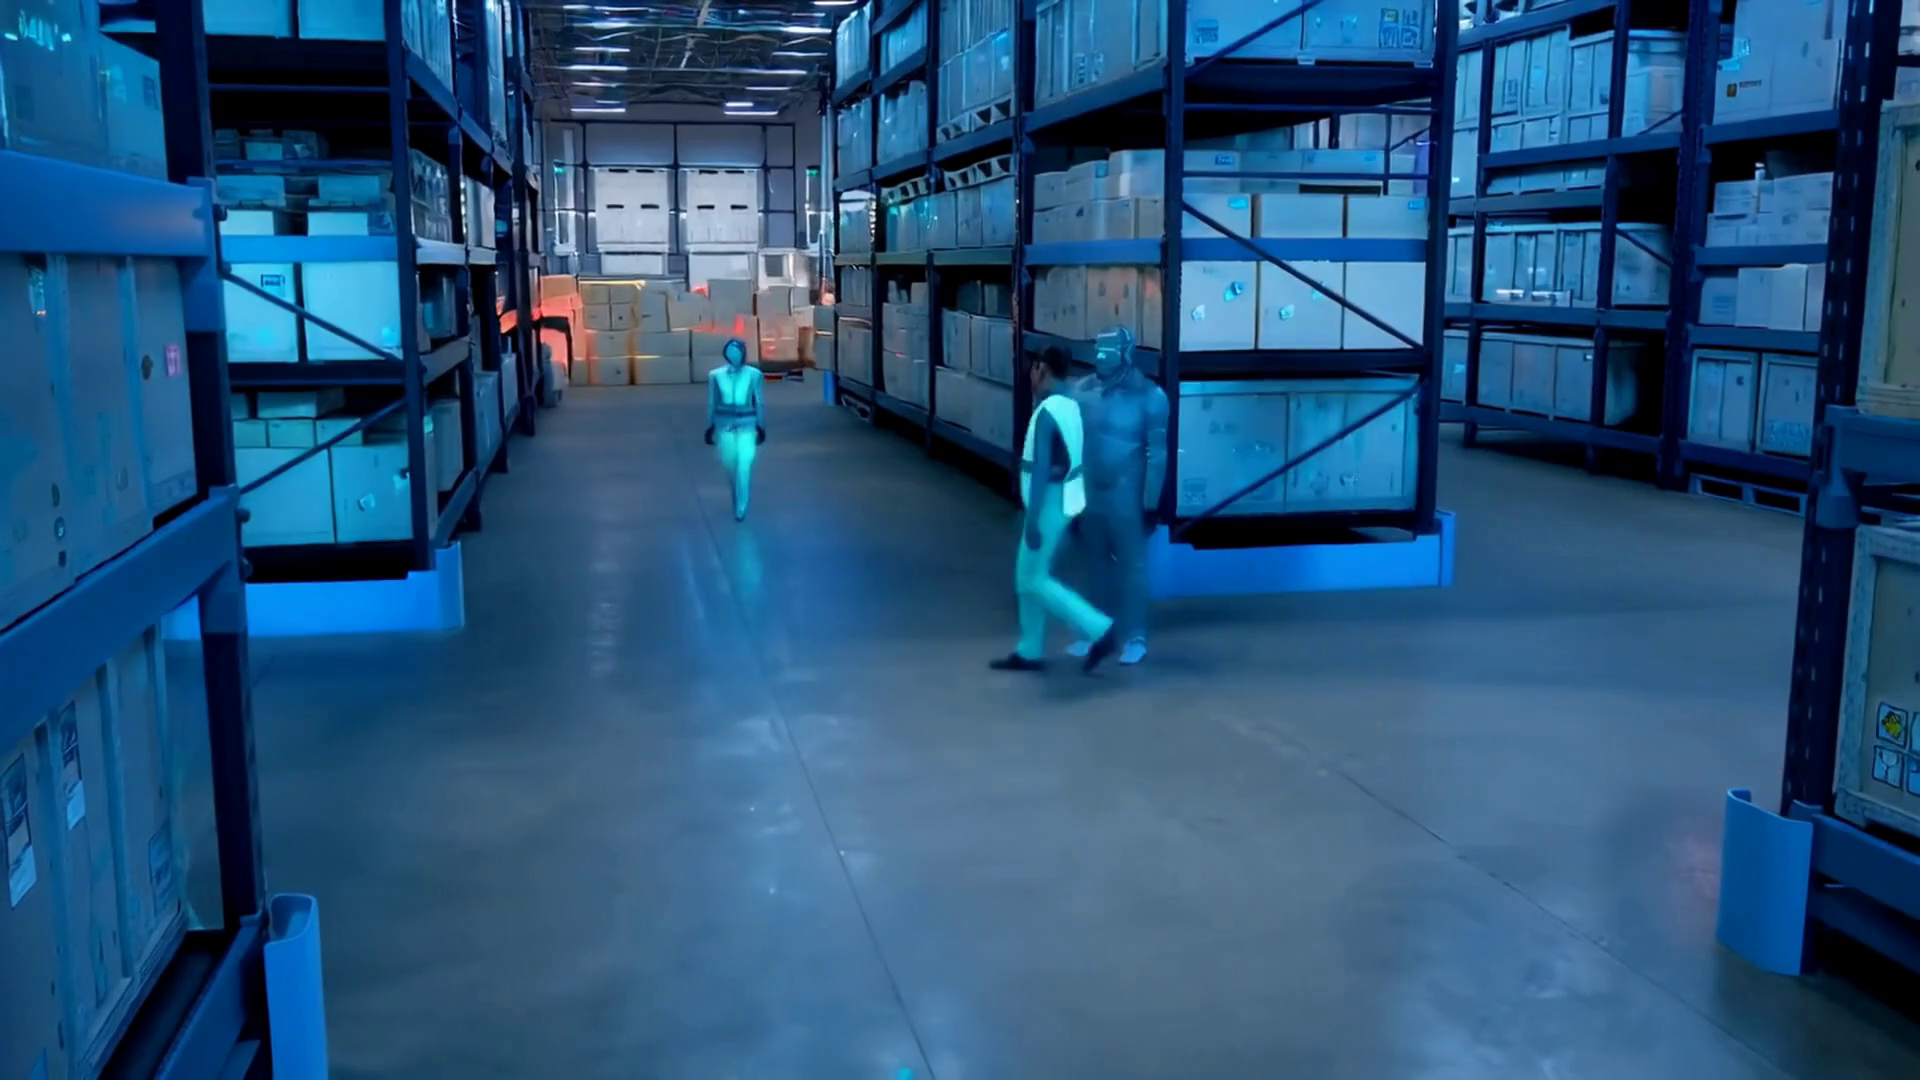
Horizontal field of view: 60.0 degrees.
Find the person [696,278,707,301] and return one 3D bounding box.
[{"bbox_3d":[-9.012,-8.189,57.963,0.583,1.824,1.014,9,13,43],"label":"person"}]

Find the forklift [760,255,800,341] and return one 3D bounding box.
[{"bbox_3d":[-5.569,-7.385,49.836,1.129,2.768,1.873,-3,10,-18],"label":"forklift"}]

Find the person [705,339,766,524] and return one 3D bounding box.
[{"bbox_3d":[-1.972,-0.981,14.691,0.528,1.603,0.830,0,9,3],"label":"person"}]

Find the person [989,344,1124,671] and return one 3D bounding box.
[{"bbox_3d":[0.505,-0.151,8.995,0.682,1.806,0.591,2,9,10],"label":"person"}]

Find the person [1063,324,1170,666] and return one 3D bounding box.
[{"bbox_3d":[0.852,-0.254,9.344,0.659,1.909,0.404,7,11,35],"label":"person"}]

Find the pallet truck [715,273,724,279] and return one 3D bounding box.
[{"bbox_3d":[-8.580,-8.986,62.280,1.885,1.965,0.823,1,9,5],"label":"pallet truck"}]
